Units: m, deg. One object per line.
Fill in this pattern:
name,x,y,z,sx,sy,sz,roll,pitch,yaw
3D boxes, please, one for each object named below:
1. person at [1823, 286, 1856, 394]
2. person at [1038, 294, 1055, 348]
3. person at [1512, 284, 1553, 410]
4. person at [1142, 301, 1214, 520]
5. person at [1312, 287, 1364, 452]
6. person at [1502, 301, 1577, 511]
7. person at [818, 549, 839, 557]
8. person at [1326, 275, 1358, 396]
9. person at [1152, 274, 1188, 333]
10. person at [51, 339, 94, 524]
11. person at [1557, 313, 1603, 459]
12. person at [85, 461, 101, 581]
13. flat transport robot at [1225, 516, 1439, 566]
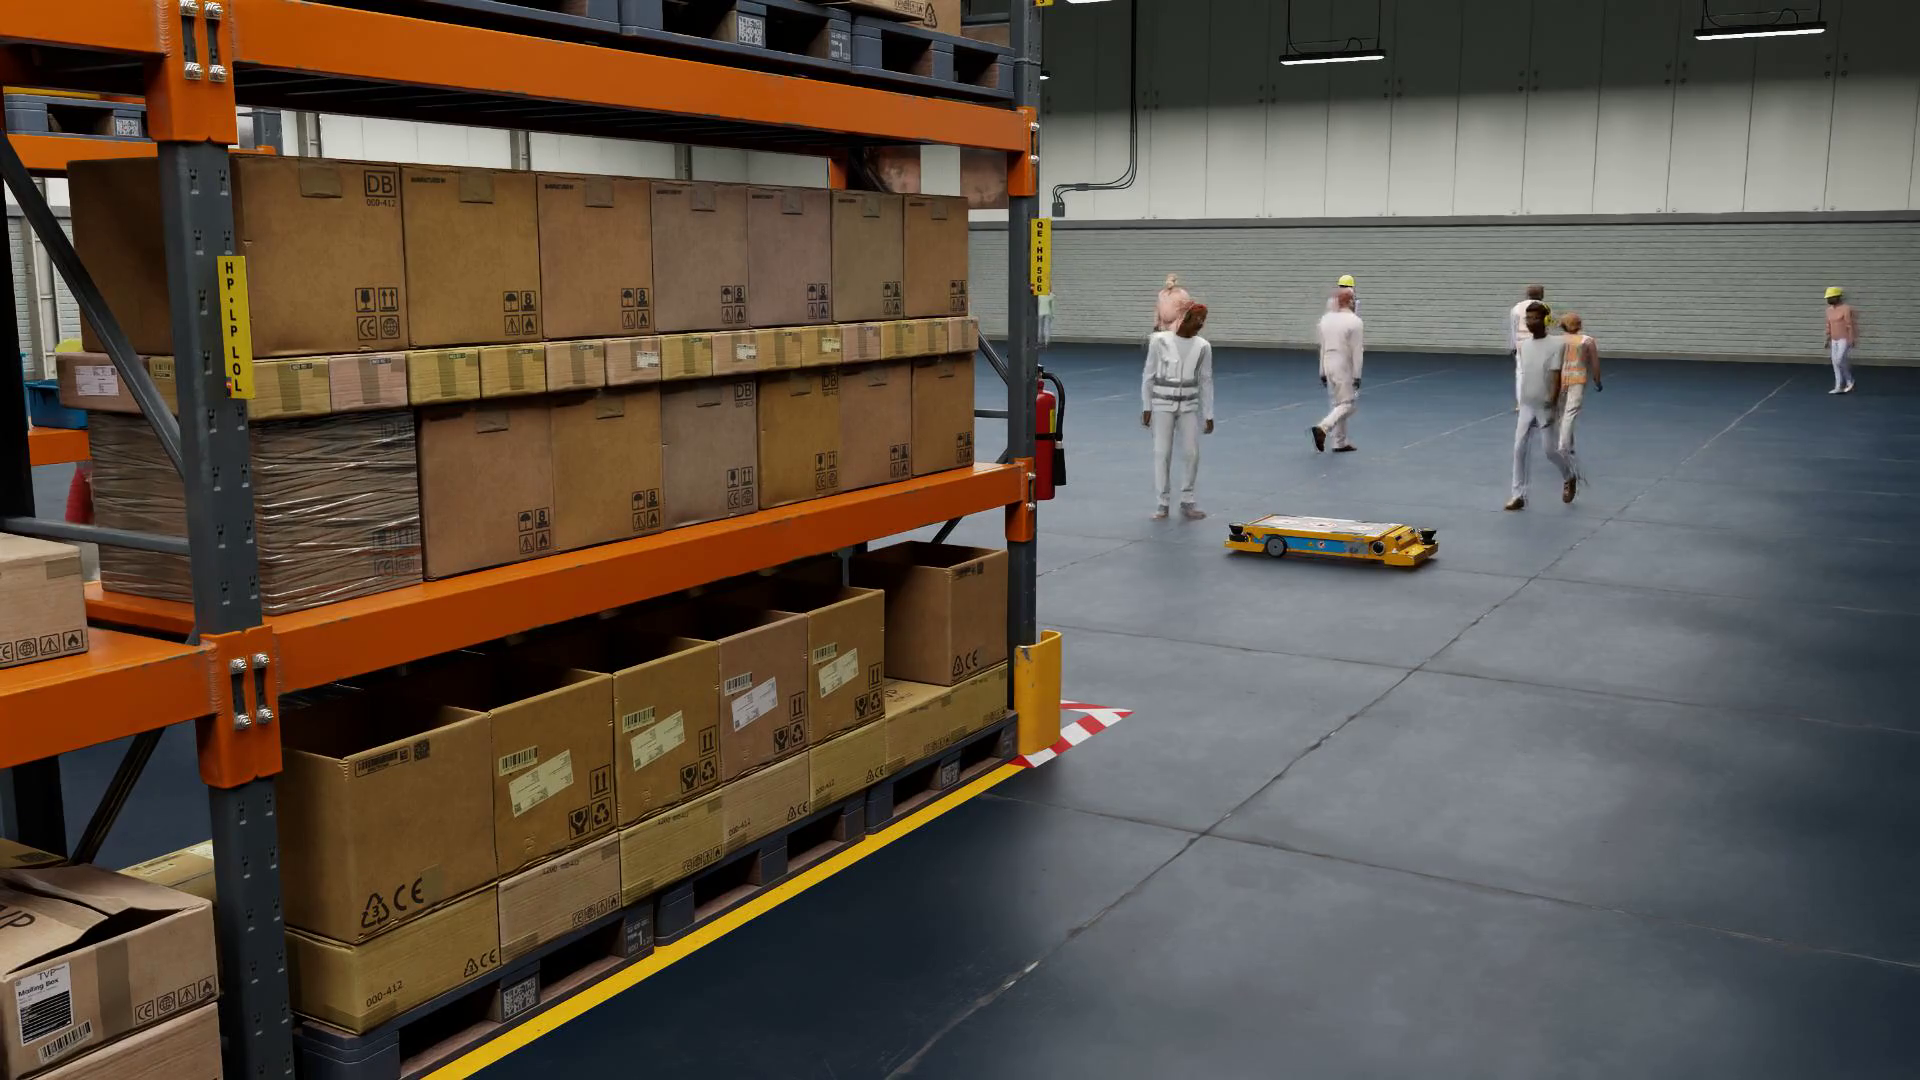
person,14.115,-3.208,26.781,0.470,1.731,0.550,-2,10,-12
person,2.065,-5.484,40.579,0.517,1.585,0.875,0,10,-3
person,8.319,-2.792,24.117,0.630,1.820,0.636,8,13,41
person,1.837,-1.097,14.144,0.625,1.859,0.379,-2,10,-10
person,4.255,-1.898,18.729,0.709,1.887,0.652,-5,11,-28
person,5.148,-1.185,14.662,0.806,1.847,0.513,-8,12,-38
person,-0.743,-0.333,9.498,0.595,1.901,0.611,9,13,43
person,6.068,-3.230,26.382,0.388,1.926,0.590,-8,12,-38
person,3.927,-4.047,31.259,0.639,1.890,0.653,9,13,43
person,-5.494,-0.406,10.468,0.591,1.705,0.866,6,11,30
person,6.782,-1.708,18.435,0.528,1.582,0.827,8,12,39
person,-4.023,0.052,8.064,0.512,1.623,0.375,4,10,22
flat transport robot,2.767,-0.015,12.398,1.431,0.197,0.652,6,11,30
